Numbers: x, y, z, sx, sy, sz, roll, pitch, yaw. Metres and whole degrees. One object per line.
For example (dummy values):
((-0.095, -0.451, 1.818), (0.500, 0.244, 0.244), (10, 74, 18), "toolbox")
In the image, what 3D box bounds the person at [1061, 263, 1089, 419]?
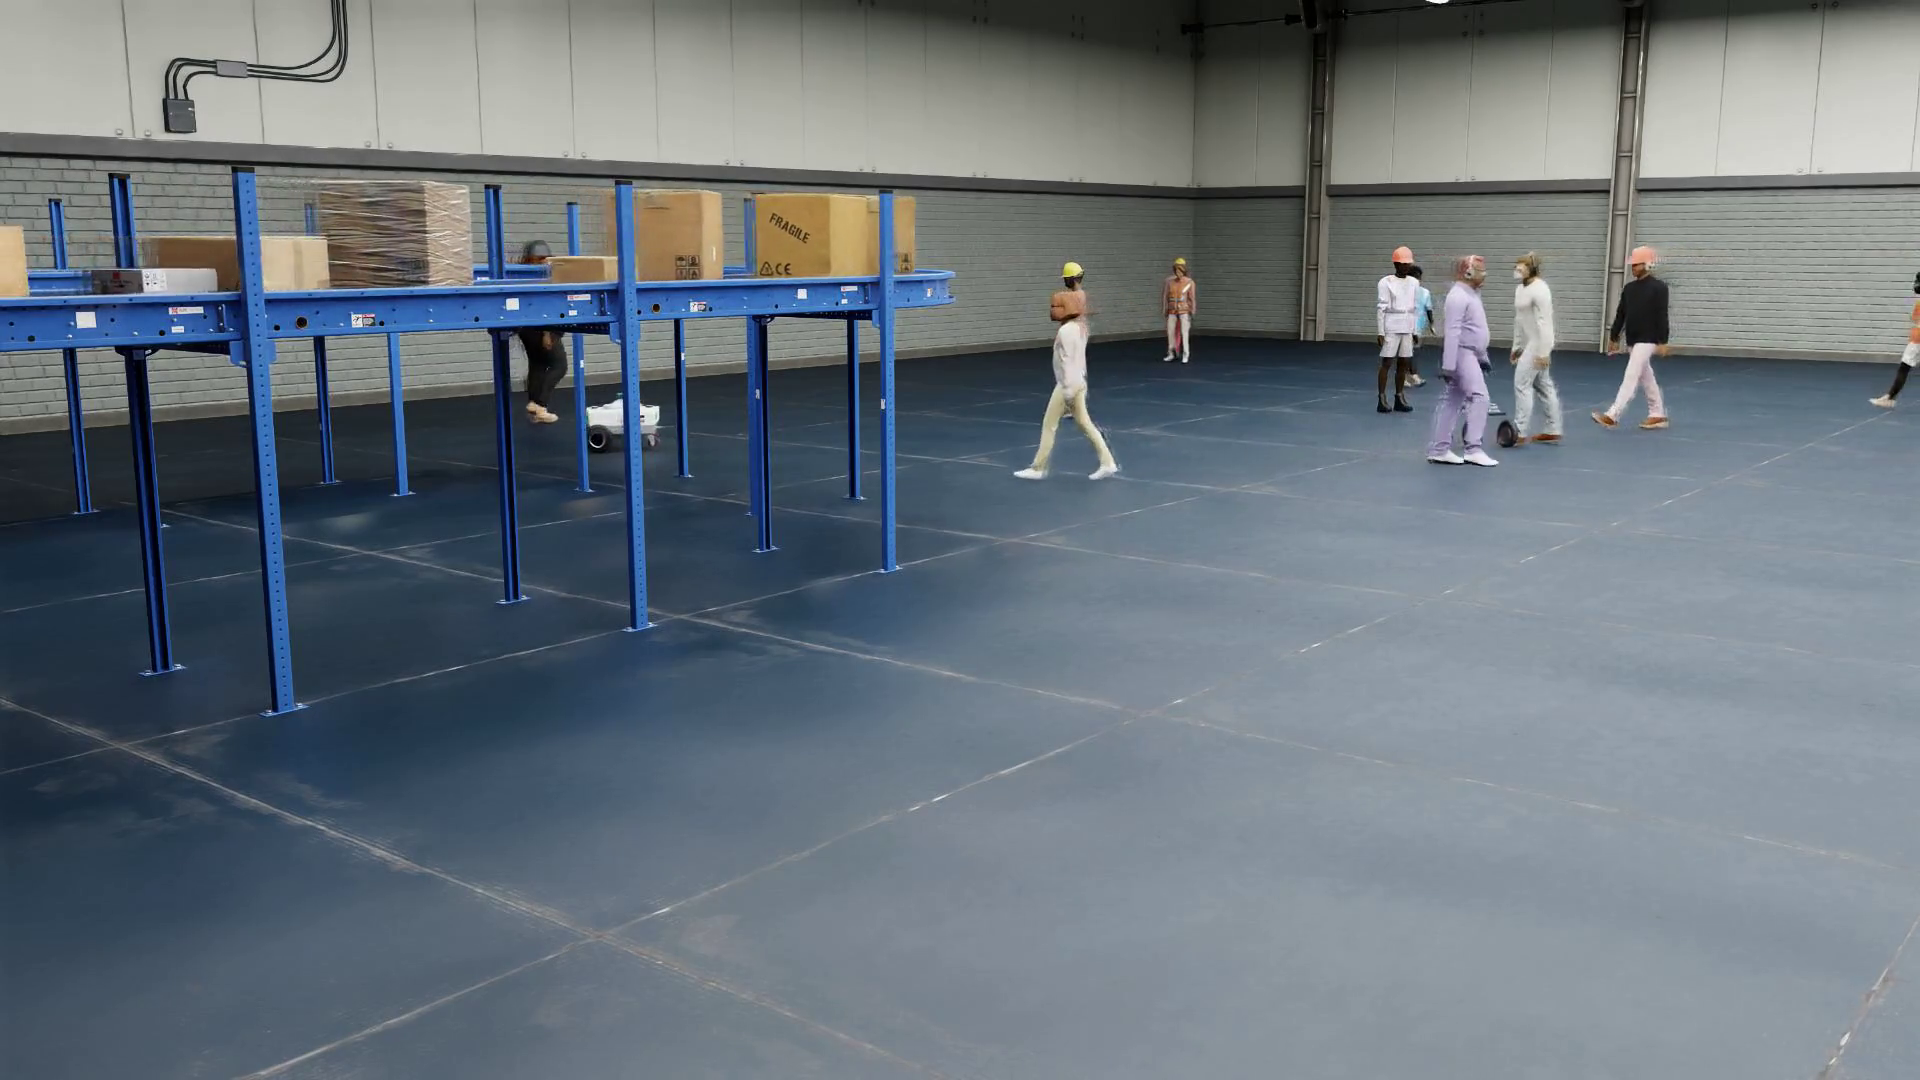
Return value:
((1.303, -2.276, 18.990), (0.328, 1.761, 0.523), (1, 10, 6), "person")

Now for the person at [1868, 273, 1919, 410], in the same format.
((11.402, -2.356, 19.733), (0.890, 1.644, 0.549), (9, 14, 41), "person")

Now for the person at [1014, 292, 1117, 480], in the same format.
((0.931, -1.299, 14.044), (0.863, 1.591, 0.520), (3, 11, 15), "person")

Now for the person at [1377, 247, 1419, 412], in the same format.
((5.189, -2.483, 19.642), (0.552, 1.935, 0.366), (-4, 11, -20), "person")

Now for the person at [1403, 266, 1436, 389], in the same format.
((6.178, -2.873, 22.565), (0.548, 1.647, 0.859), (-3, 11, -18), "person")

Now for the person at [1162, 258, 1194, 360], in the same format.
((3.668, -3.896, 28.070), (0.534, 1.728, 0.854), (4, 11, 20), "person")

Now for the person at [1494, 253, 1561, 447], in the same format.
((5.673, -1.871, 16.414), (0.711, 1.900, 0.646), (1, 10, 5), "person")

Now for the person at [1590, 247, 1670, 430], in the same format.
((7.184, -2.142, 17.742), (1.030, 1.934, 0.655), (-3, 11, -15), "person")

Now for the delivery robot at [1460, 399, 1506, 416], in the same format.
((5.139, -1.381, 16.506), (0.335, 0.223, 0.698), (-3, 11, -18), "delivery robot")

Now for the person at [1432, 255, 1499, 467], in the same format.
((4.622, -1.600, 14.922), (0.740, 1.880, 0.647), (4, 11, 20), "person")

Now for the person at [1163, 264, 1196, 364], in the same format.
((3.630, -3.745, 27.482), (0.630, 1.628, 0.444), (6, 12, 32), "person")

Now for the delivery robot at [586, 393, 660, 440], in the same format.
((-3.268, -1.180, 16.114), (0.707, 0.478, 0.477), (-2, 10, -9), "delivery robot")

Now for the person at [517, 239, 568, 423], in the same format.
((-4.618, -2.290, 18.402), (0.538, 2.000, 0.710), (-7, 12, -32), "person")
